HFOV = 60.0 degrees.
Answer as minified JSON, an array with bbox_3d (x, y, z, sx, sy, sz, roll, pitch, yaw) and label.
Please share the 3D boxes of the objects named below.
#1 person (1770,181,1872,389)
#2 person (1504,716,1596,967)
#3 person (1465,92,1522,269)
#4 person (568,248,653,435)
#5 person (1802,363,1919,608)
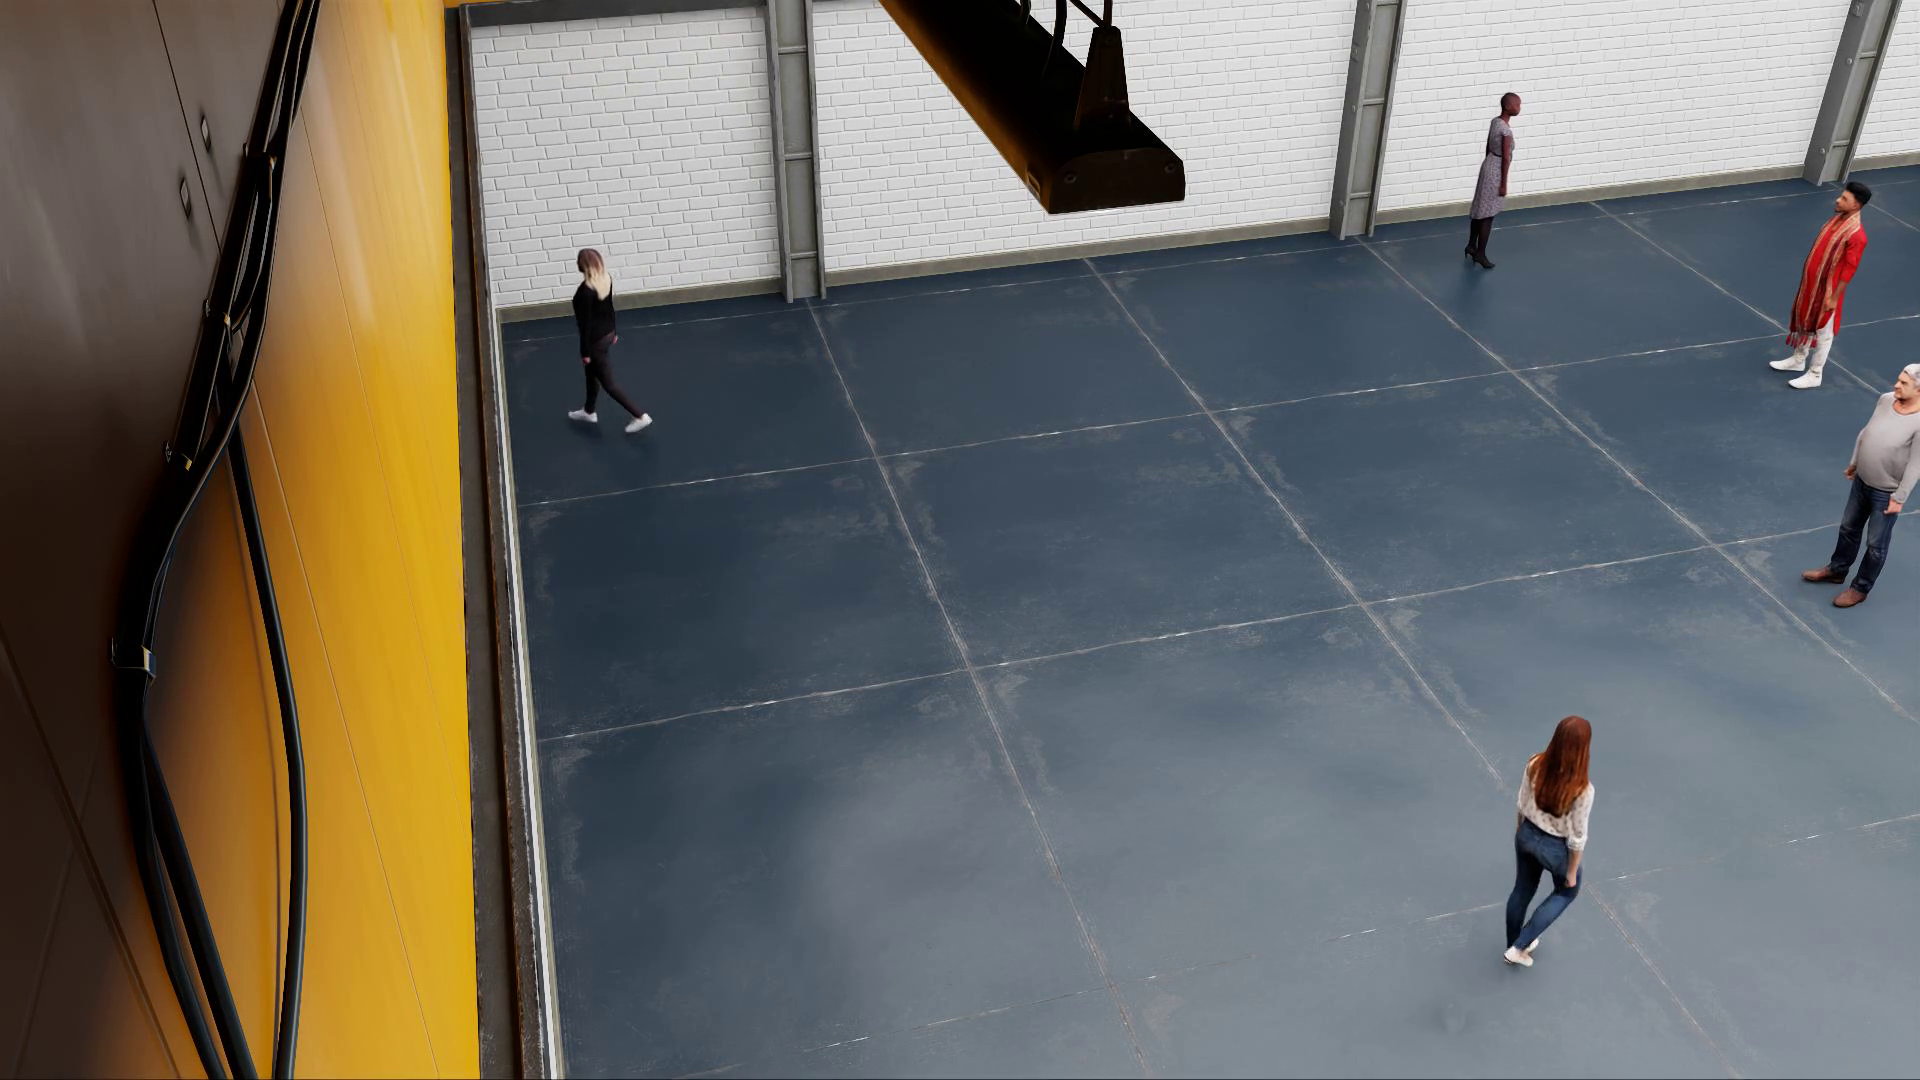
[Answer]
[{"bbox_3d":[7.695,-2.277,14.722,0.679,1.884,0.733,-1,34,-2],"label":"person"},{"bbox_3d":[3.099,1.679,8.917,0.747,1.723,0.709,-23,40,-30],"label":"person"},{"bbox_3d":[5.407,-3.658,16.887,0.595,1.788,0.658,-2,34,-3],"label":"person"},{"bbox_3d":[-2.959,-1.637,13.967,1.151,1.653,0.944,7,34,10],"label":"person"},{"bbox_3d":[6.592,-0.415,11.897,0.605,1.911,0.719,-7,34,-11],"label":"person"}]
